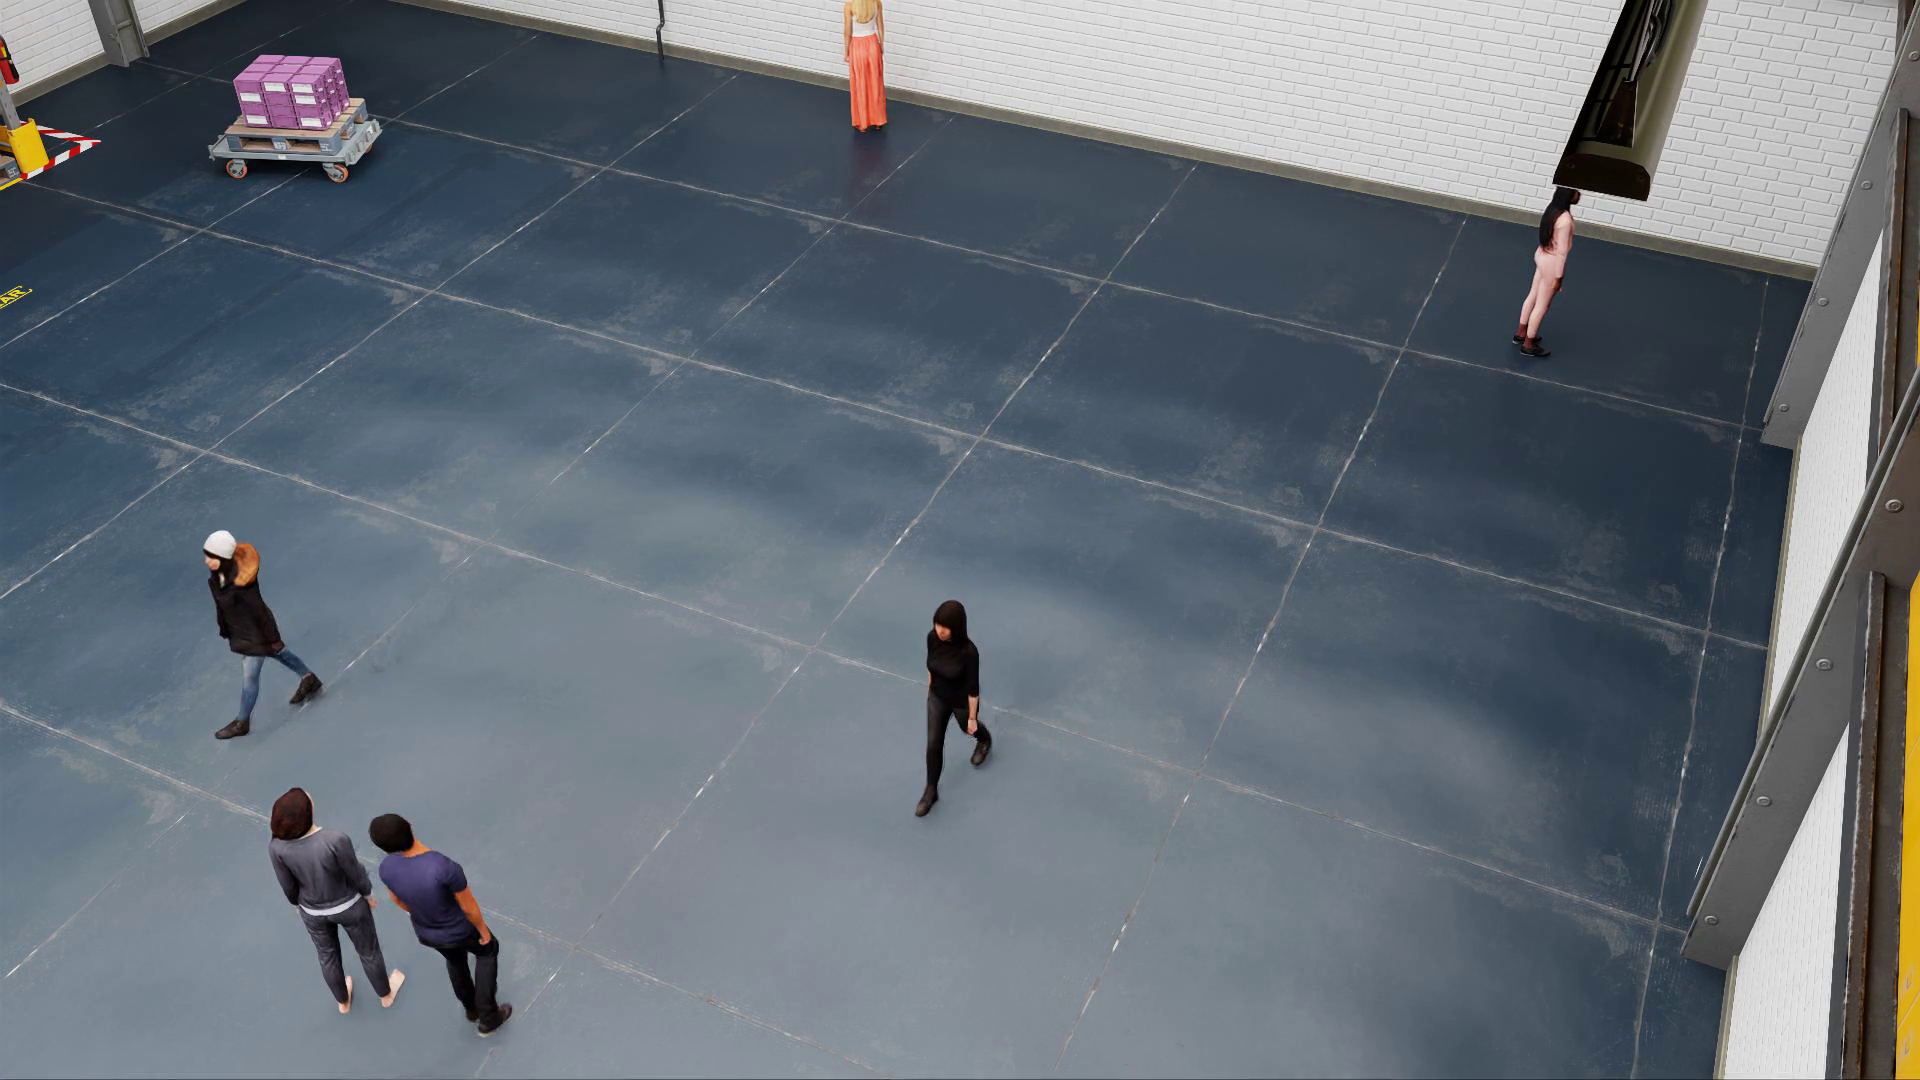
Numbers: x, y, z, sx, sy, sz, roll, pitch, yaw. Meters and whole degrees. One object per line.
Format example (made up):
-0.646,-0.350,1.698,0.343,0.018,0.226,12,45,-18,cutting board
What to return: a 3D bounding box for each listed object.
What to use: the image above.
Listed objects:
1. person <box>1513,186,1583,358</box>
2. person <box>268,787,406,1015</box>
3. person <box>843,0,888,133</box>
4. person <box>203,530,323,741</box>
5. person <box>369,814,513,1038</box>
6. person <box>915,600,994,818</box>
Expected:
5.346,-2.483,15.090,0.759,1.720,0.612,0,39,0,person
-3.542,2.044,9.383,0.693,1.768,0.707,-5,39,-6,person
-1.082,-5.516,18.822,0.729,1.801,0.783,-11,40,-14,person
-4.771,0.576,11.362,0.851,1.592,1.122,31,48,33,person
-2.899,2.192,9.215,0.748,1.745,0.722,12,40,14,person
0.009,0.995,10.824,0.653,1.609,1.075,21,43,24,person
